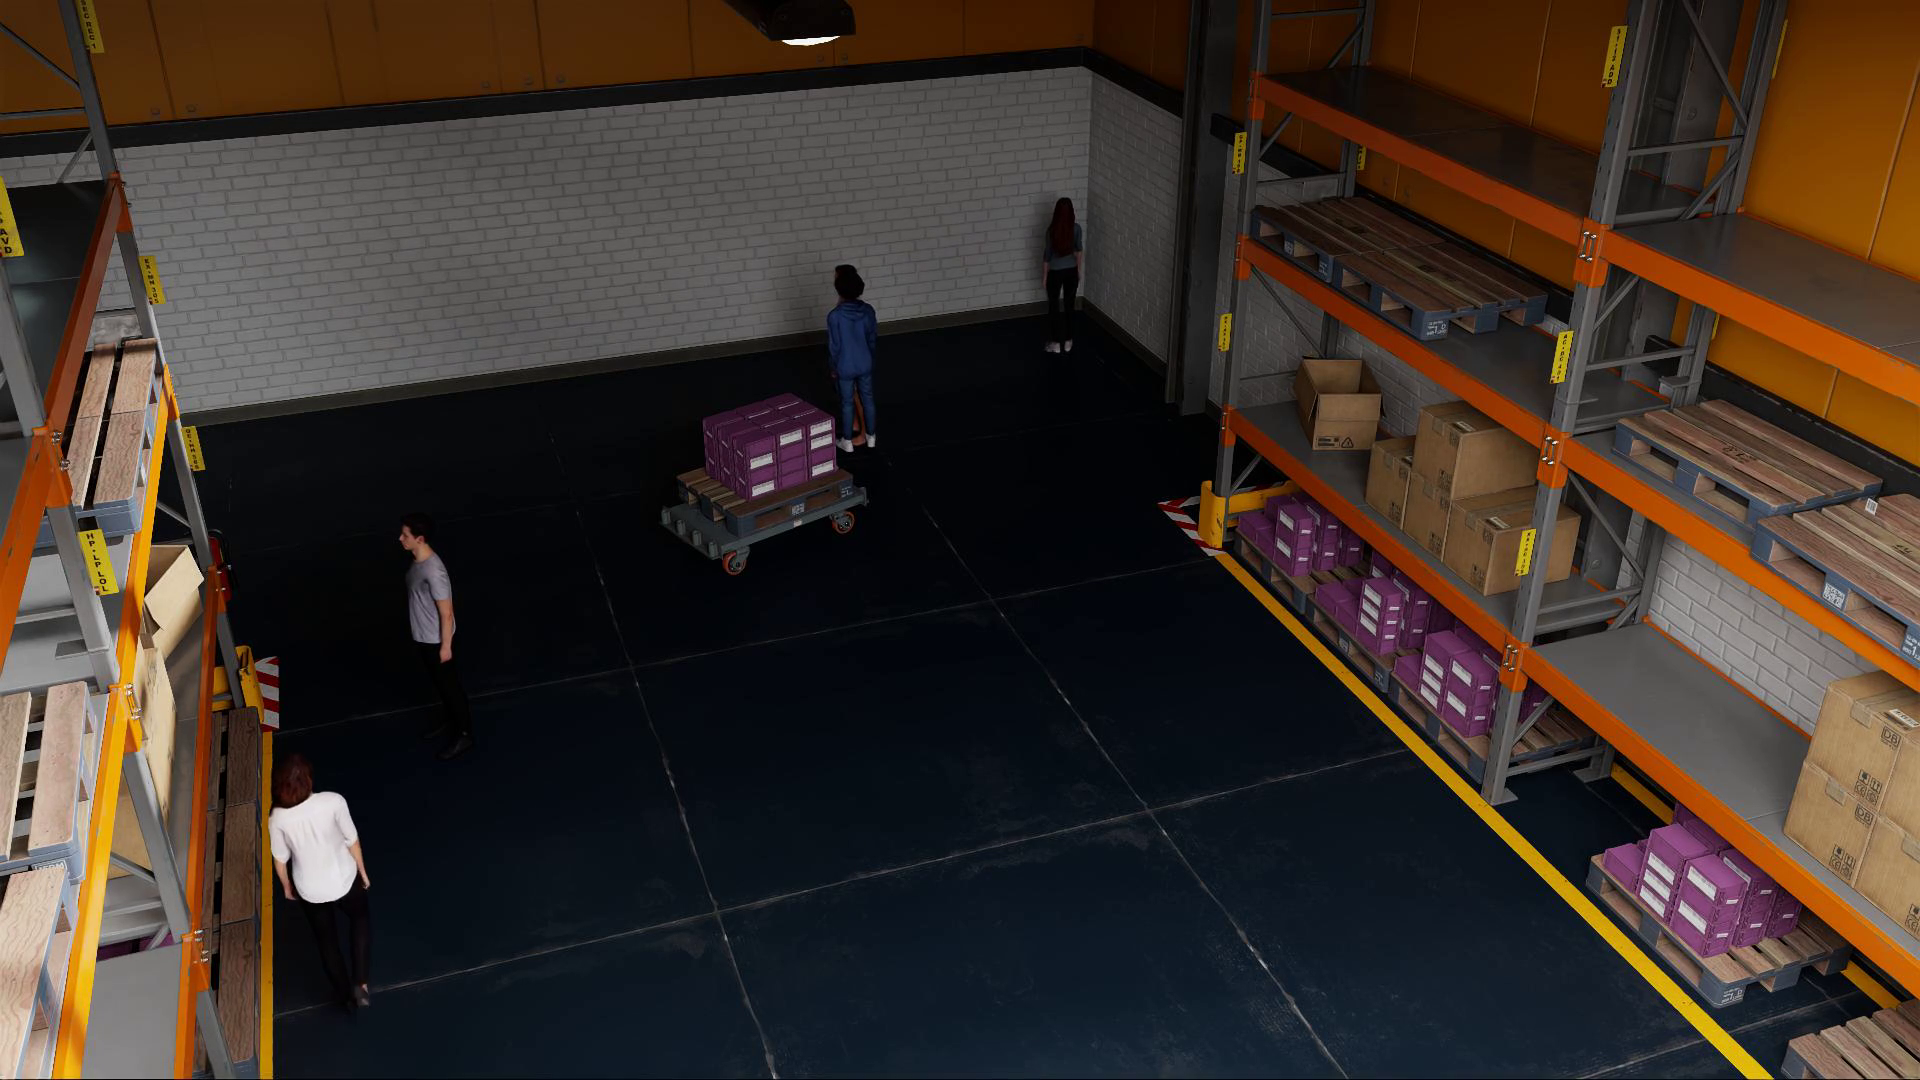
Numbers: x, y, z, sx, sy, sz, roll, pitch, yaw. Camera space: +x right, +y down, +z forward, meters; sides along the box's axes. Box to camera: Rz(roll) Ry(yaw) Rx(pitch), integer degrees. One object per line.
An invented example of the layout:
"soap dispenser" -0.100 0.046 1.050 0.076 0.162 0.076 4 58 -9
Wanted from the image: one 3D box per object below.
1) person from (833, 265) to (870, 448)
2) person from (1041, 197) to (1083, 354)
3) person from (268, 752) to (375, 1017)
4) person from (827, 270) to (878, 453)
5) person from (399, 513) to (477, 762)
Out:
"person" -1.019 -1.812 16.185 0.729 1.810 0.511 -12 31 -21
"person" 1.114 -2.895 18.241 0.651 1.742 0.682 -3 29 -6
"person" -3.506 1.991 9.241 0.614 1.782 0.622 -10 30 -18
"person" -1.027 -1.723 16.019 0.679 1.811 0.575 -12 31 -21
"person" -3.657 0.652 11.611 0.785 1.863 0.581 -19 34 -30
